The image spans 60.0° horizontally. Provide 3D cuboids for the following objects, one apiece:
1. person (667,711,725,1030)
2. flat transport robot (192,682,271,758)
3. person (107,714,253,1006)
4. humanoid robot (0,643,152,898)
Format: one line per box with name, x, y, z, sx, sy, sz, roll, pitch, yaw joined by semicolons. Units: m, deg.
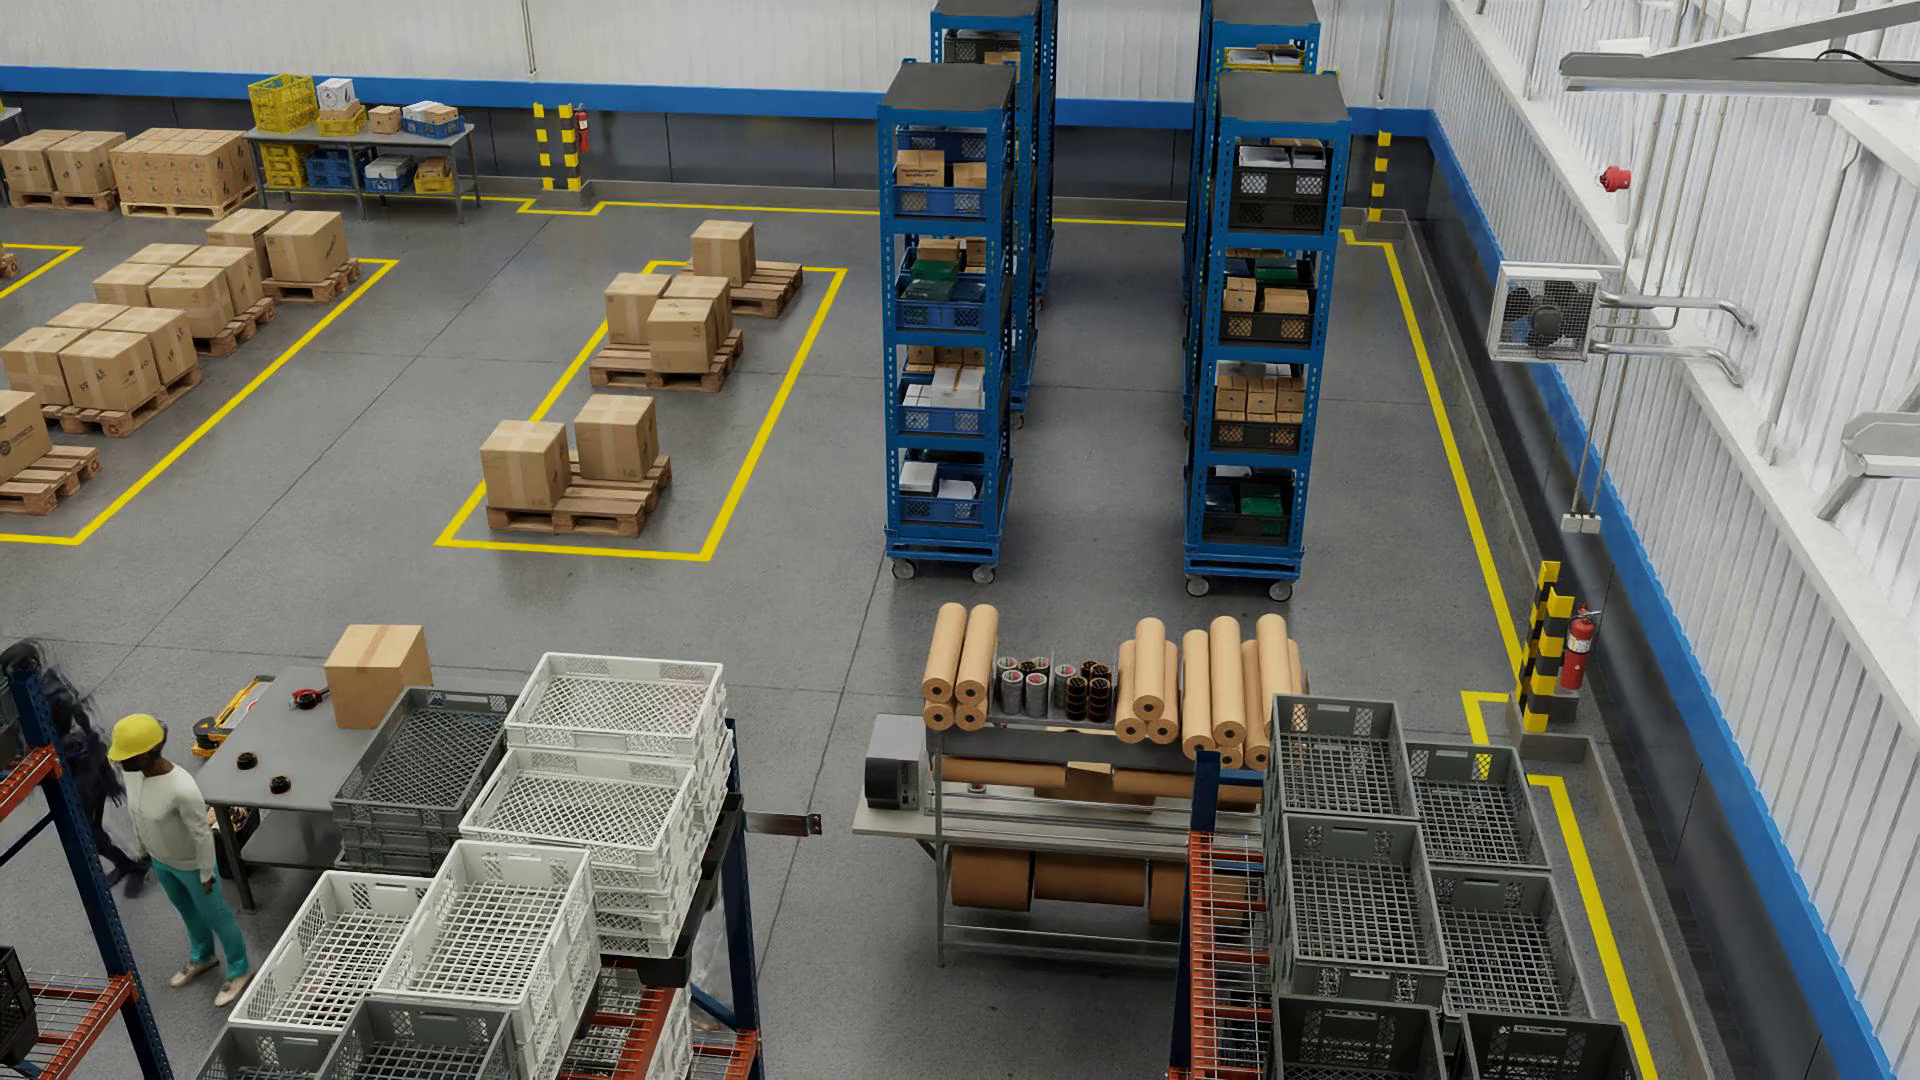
person;-1.386;1.593;8.365;0.397;1.858;0.711;-22;37;-33
flat transport robot;-4.089;1.163;10.648;1.431;0.197;0.652;3;30;6
person;-3.970;1.609;8.420;0.530;1.766;0.322;15;33;23
humanoid robot;-4.887;1.281;9.087;0.601;1.631;0.490;12;32;20
